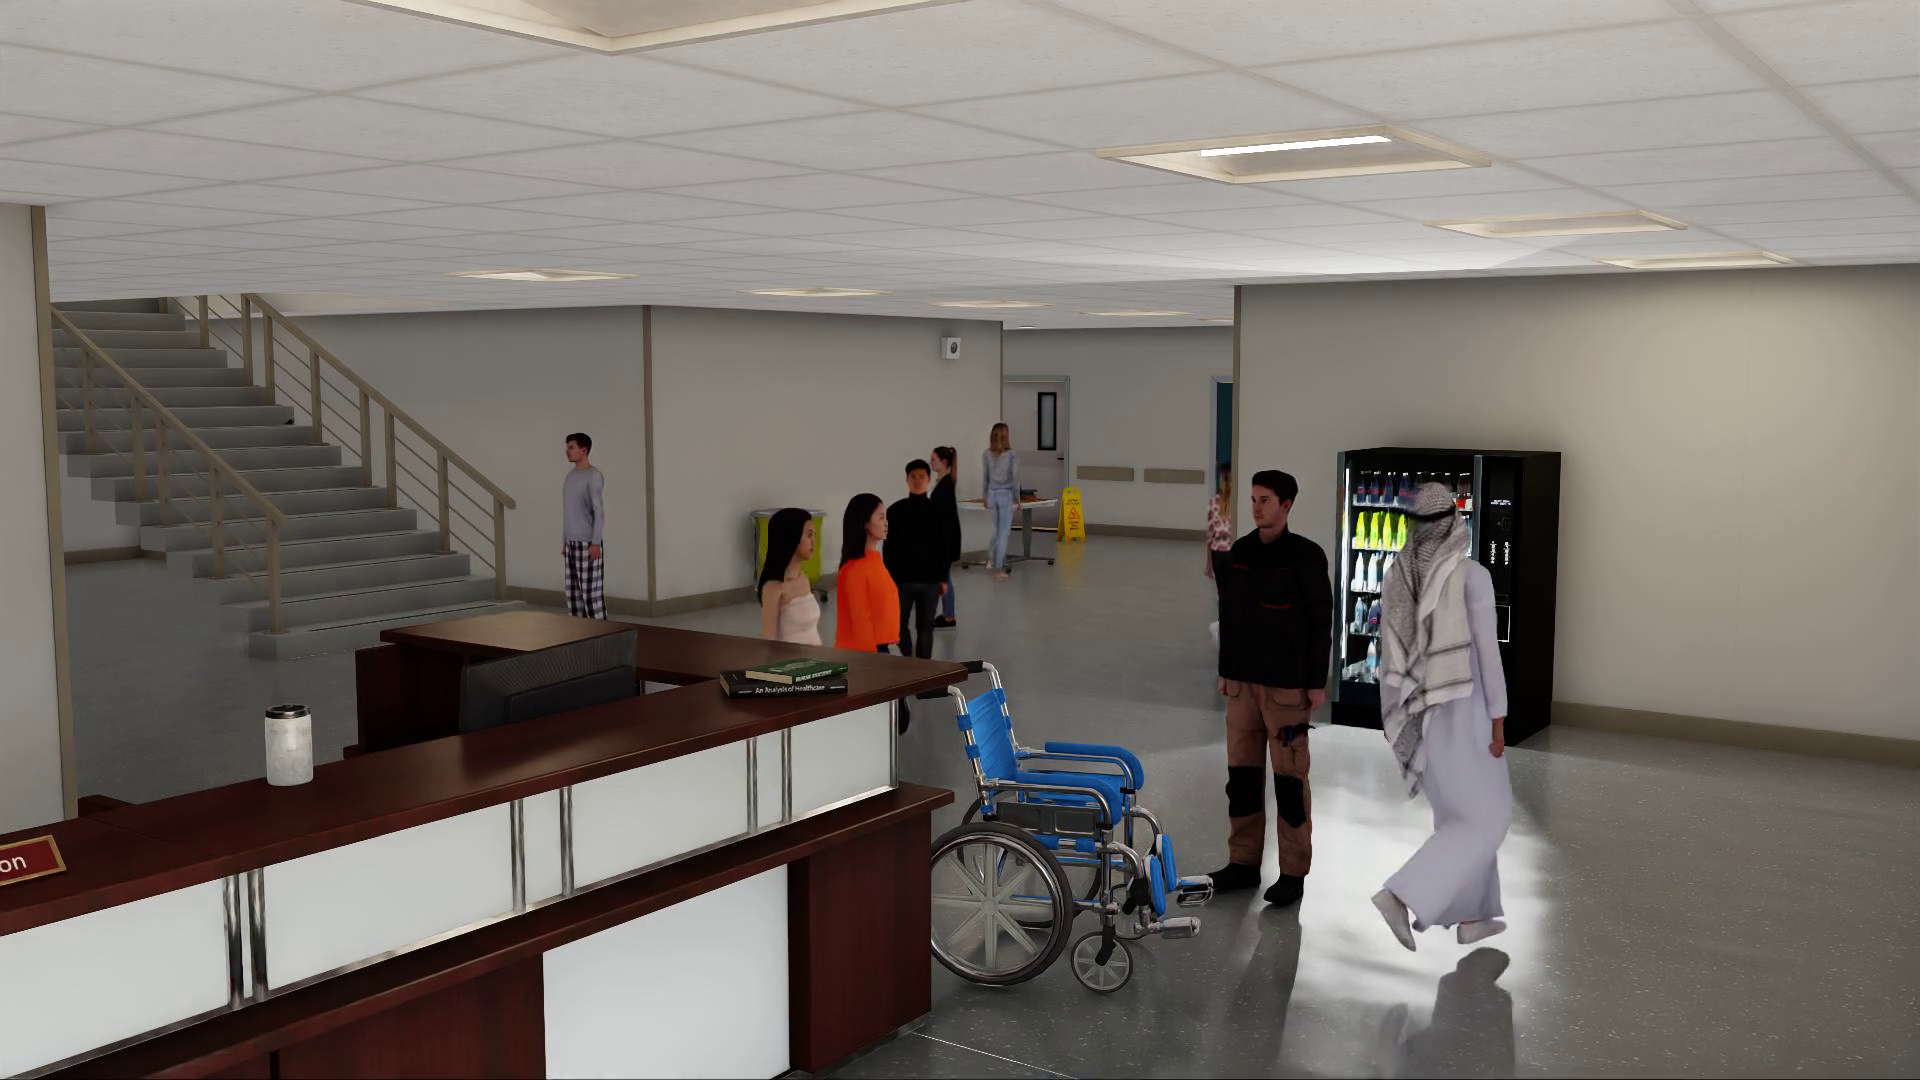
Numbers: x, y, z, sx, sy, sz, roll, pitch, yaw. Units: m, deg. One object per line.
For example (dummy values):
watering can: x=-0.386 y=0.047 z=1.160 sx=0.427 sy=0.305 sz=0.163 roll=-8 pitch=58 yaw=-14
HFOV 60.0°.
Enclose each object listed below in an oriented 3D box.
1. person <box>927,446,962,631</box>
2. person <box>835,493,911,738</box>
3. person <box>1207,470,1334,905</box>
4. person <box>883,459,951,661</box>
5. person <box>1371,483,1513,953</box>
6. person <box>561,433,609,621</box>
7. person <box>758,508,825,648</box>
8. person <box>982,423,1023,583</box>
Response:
person: x=-0.135 y=-0.020 z=15.249 sx=0.748 sy=1.681 sz=0.717 roll=0 pitch=6 yaw=-1
person: x=-0.551 y=0.633 z=8.465 sx=0.676 sy=1.741 sz=0.694 roll=2 pitch=6 yaw=16
person: x=1.393 y=0.643 z=7.446 sx=0.570 sy=1.925 sz=0.792 roll=5 pitch=8 yaw=42
person: x=-0.330 y=0.259 z=12.303 sx=0.848 sy=1.716 sz=0.903 roll=0 pitch=6 yaw=3
person: x=1.881 y=0.744 z=6.623 sx=0.968 sy=1.889 sz=1.081 roll=-4 pitch=7 yaw=-31
person: x=-3.194 y=0.010 z=14.121 sx=0.512 sy=1.847 sz=0.720 roll=5 pitch=8 yaw=42
person: x=-0.865 y=0.722 z=7.733 sx=1.082 sy=1.710 sz=0.792 roll=2 pitch=6 yaw=18
person: x=0.412 y=-0.416 z=18.669 sx=0.560 sy=1.785 sz=0.649 roll=4 pitch=7 yaw=36
